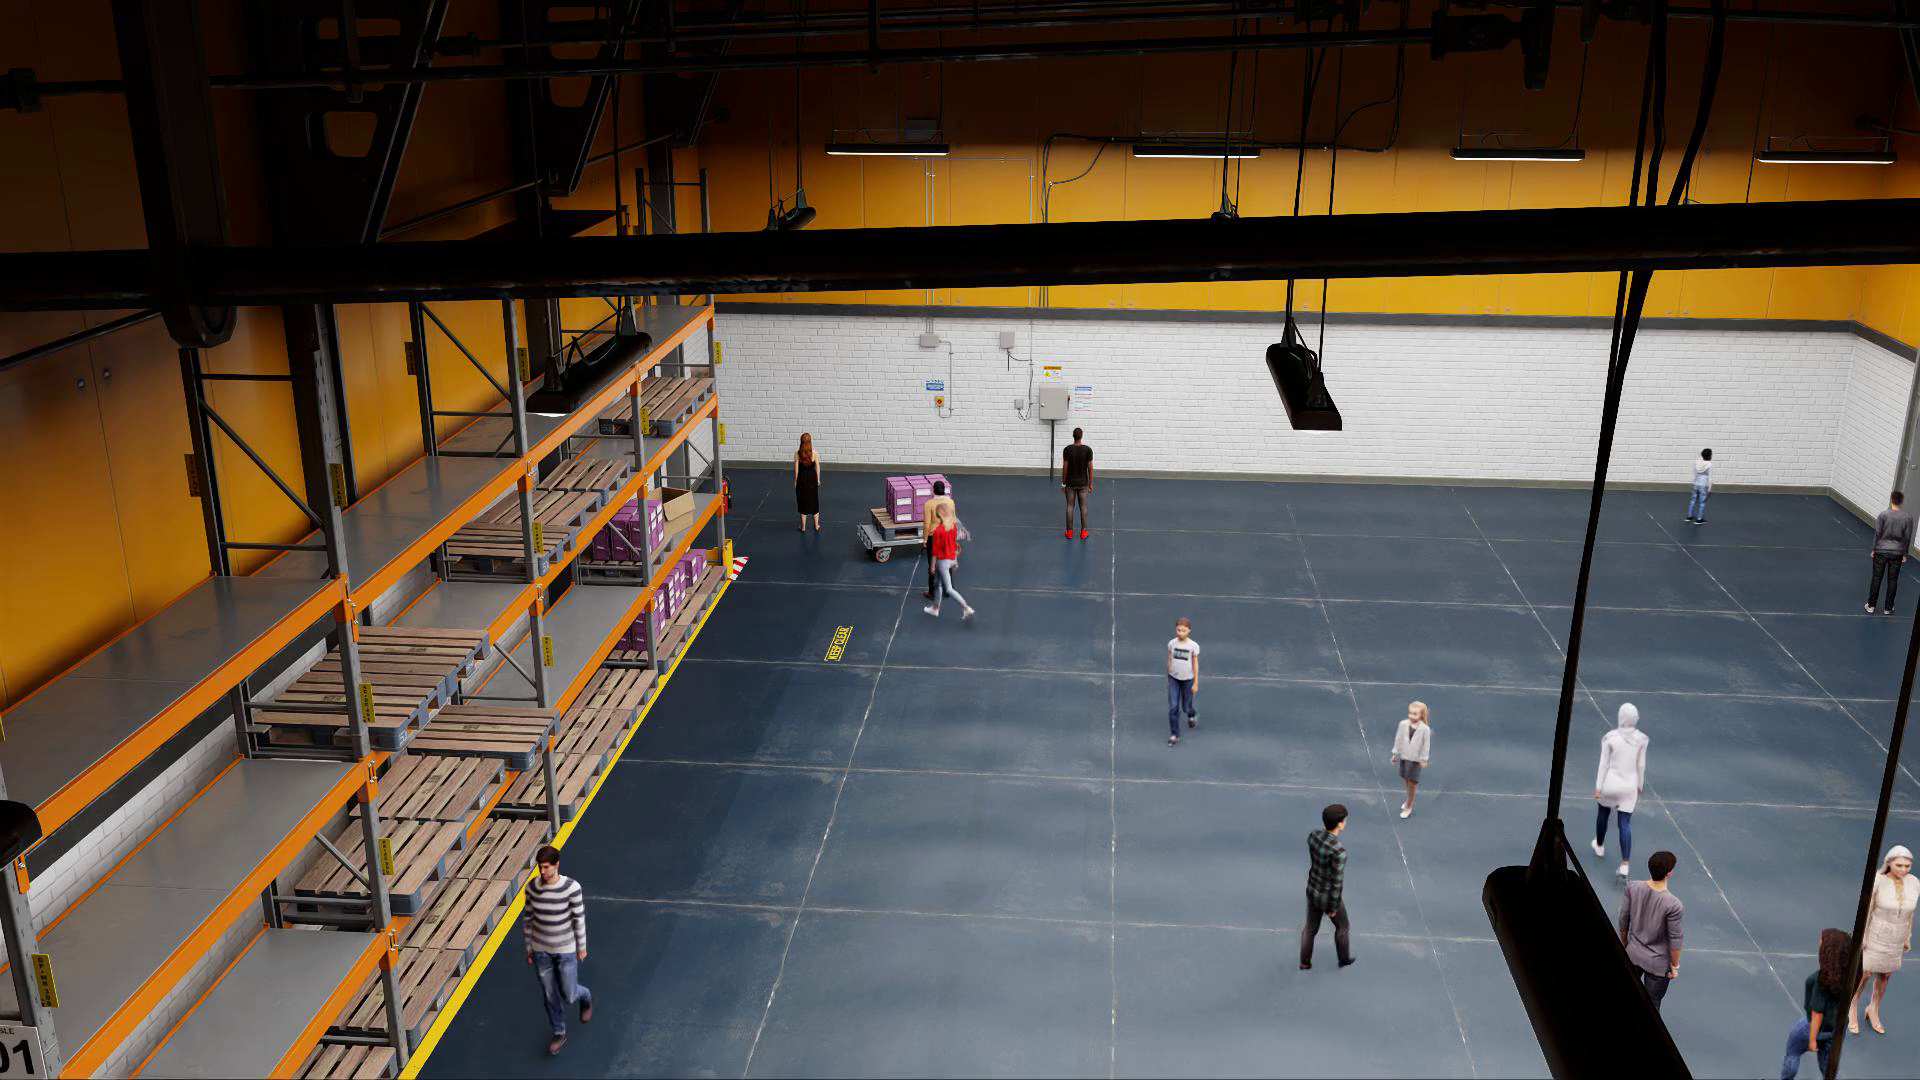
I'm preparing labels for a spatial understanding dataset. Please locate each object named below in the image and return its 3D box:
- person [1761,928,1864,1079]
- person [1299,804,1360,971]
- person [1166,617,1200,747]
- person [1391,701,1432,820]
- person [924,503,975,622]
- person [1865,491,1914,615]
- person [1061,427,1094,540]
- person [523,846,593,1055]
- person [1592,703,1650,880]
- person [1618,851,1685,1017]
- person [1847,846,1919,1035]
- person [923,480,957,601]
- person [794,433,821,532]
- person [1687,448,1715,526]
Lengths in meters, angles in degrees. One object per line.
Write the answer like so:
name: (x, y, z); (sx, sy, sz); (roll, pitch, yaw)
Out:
person: (6.730, 3.799, 12.823); (0.798, 1.594, 0.931); (-7, 20, -21)
person: (3.221, 3.166, 14.887); (0.980, 1.697, 0.972); (-11, 22, -30)
person: (2.600, 1.606, 19.416); (0.684, 1.543, 0.899); (8, 20, 22)
person: (4.858, 2.303, 17.792); (0.692, 1.258, 0.766); (17, 25, 41)
person: (-0.147, 0.348, 22.950); (1.003, 1.670, 1.117); (11, 22, 31)
person: (13.036, 0.170, 23.336); (0.685, 1.761, 0.644); (8, 20, 23)
person: (1.858, -0.913, 26.485); (0.656, 1.804, 0.522); (1, 19, 2)
person: (-3.327, 3.339, 13.807); (0.675, 1.838, 0.816); (3, 19, 8)
person: (6.540, 2.535, 16.455); (0.633, 1.672, 1.101); (2, 19, 7)
person: (5.641, 3.388, 13.641); (0.798, 1.852, 0.723); (-14, 23, -35)
person: (7.743, 3.346, 13.947); (0.612, 1.735, 0.560); (0, 19, 0)
person: (-0.297, -0.015, 23.897); (0.753, 1.755, 0.756); (-8, 20, -22)
person: (-2.474, -0.944, 26.860); (0.660, 1.624, 0.673); (-5, 19, -15)
person: (12.163, -0.892, 27.284); (0.625, 1.256, 0.550); (-11, 21, -29)
